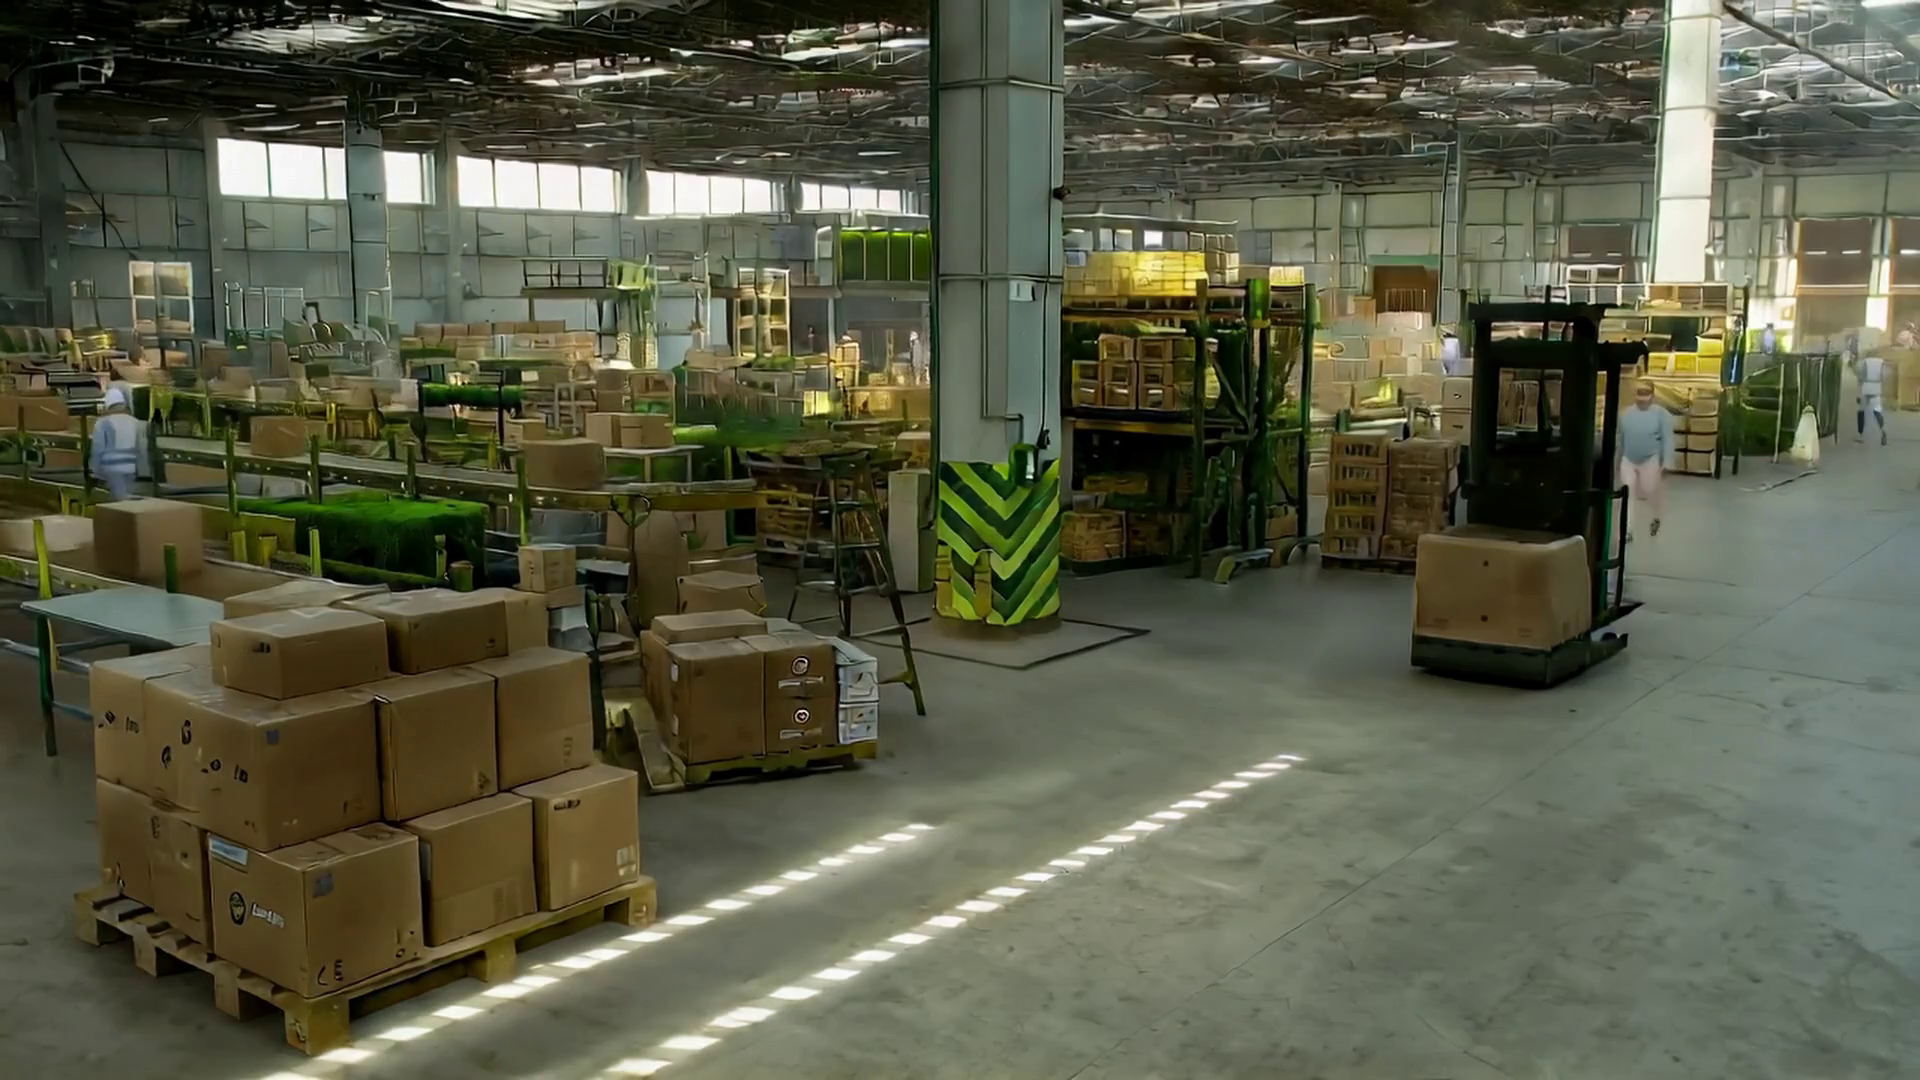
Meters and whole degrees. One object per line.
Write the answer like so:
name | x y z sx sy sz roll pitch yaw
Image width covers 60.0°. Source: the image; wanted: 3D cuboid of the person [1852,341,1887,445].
person | 17.464 -2.811 31.843 0.614 1.998 0.942 0 8 -2

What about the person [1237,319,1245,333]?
person | 11.609 -8.221 68.532 0.399 1.928 0.542 4 9 23

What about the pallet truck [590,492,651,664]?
pallet truck | -3.115 0.344 12.883 0.653 1.274 1.630 7 11 37

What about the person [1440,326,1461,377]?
person | 14.555 -5.380 49.370 0.578 1.922 0.405 2 9 11

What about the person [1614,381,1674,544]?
person | 7.949 -0.906 19.339 0.660 1.888 0.640 7 11 41

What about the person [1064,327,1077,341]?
person | 3.508 -5.901 53.219 0.412 1.818 0.605 8 12 44

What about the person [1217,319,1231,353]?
person | 9.504 -7.019 60.183 0.610 1.996 0.378 7 11 39

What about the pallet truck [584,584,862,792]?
pallet truck | -1.426 0.805 10.019 1.601 1.201 0.680 -4 9 -26

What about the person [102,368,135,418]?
person | -14.866 -2.242 29.376 0.887 1.580 0.505 4 9 26

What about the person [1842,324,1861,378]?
person | 30.571 -6.477 56.999 0.806 1.863 0.587 0 8 2

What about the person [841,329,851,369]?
person | -3.641 -5.926 53.691 0.323 1.736 0.485 5 10 29

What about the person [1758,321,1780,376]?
person | 28.305 -6.656 58.018 0.848 1.917 0.609 1 8 4

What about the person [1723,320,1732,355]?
person | 31.984 -8.287 69.323 0.538 1.825 0.979 -6 10 -34

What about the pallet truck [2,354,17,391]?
pallet truck | -24.881 -4.417 42.634 1.885 1.965 0.823 8 11 41

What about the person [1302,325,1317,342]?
person | 14.932 -8.542 71.008 0.591 1.836 1.008 3 9 20

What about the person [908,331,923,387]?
person | -1.170 -4.344 42.371 0.375 1.931 0.542 4 9 26

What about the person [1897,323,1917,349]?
person | 27.496 -5.278 48.295 0.536 2.000 0.673 8 12 44

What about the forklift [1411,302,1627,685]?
forklift | 4.379 -0.438 12.852 1.129 2.768 1.873 7 11 37

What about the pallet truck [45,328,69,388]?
pallet truck | -23.775 -4.544 43.495 1.885 1.965 0.823 6 10 35

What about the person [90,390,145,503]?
person | -9.617 -0.822 19.077 0.835 1.802 0.596 3 9 21
